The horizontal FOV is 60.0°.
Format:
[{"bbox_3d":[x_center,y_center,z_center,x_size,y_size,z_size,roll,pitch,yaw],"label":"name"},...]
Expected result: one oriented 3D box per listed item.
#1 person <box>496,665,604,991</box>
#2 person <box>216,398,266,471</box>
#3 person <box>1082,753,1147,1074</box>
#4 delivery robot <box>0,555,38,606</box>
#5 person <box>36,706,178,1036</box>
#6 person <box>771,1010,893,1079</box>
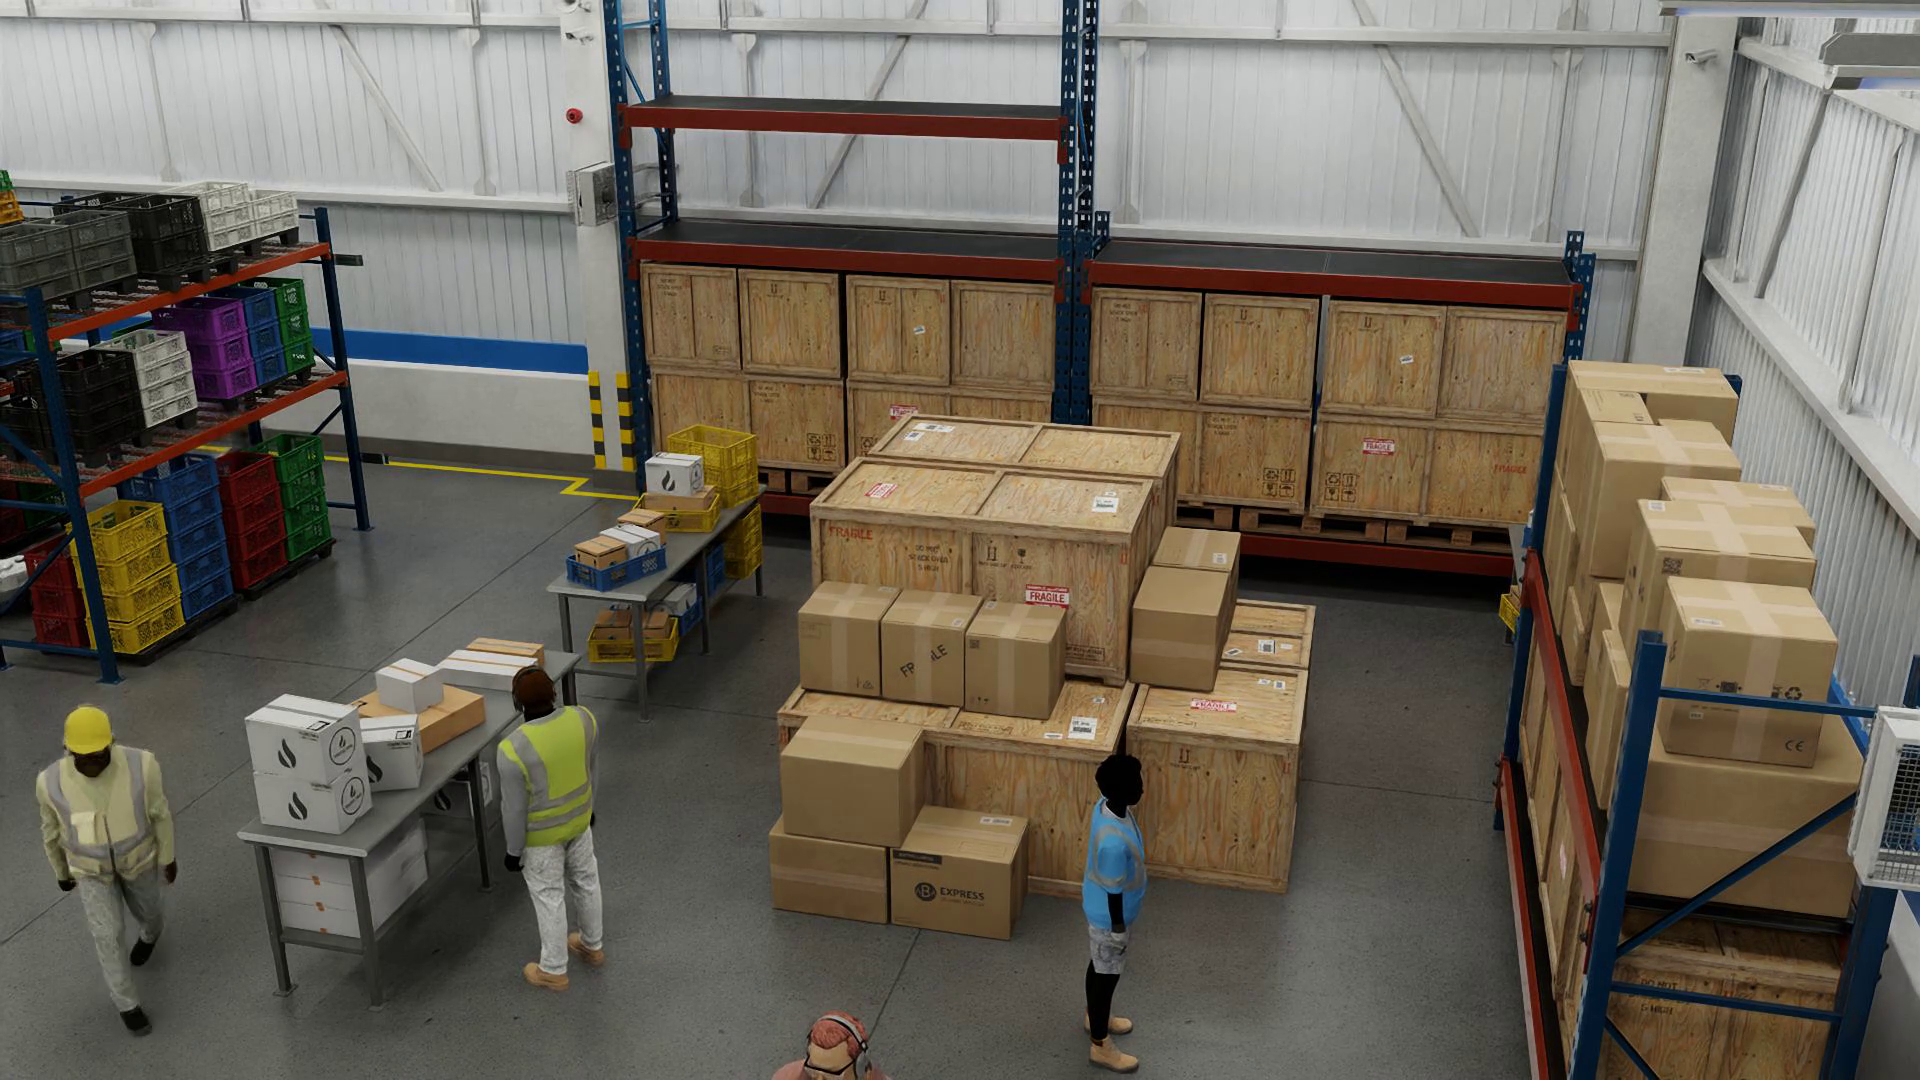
[{"bbox_3d":[-2.182,1.522,8.848,0.430,1.841,0.624,15,25,34],"label":"person"},{"bbox_3d":[-6.971,-1.197,15.869,0.639,1.904,0.774,17,27,38],"label":"person"},{"bbox_3d":[0.764,1.823,8.253,0.316,1.696,0.541,1,21,1],"label":"person"},{"bbox_3d":[-7.921,0.344,13.586,0.477,0.478,0.707,13,25,31],"label":"delivery robot"},{"bbox_3d":[-4.417,1.613,8.667,0.599,1.805,0.778,-11,24,-27],"label":"person"},{"bbox_3d":[-0.436,2.546,6.072,0.639,1.910,0.407,7,22,17],"label":"person"}]
